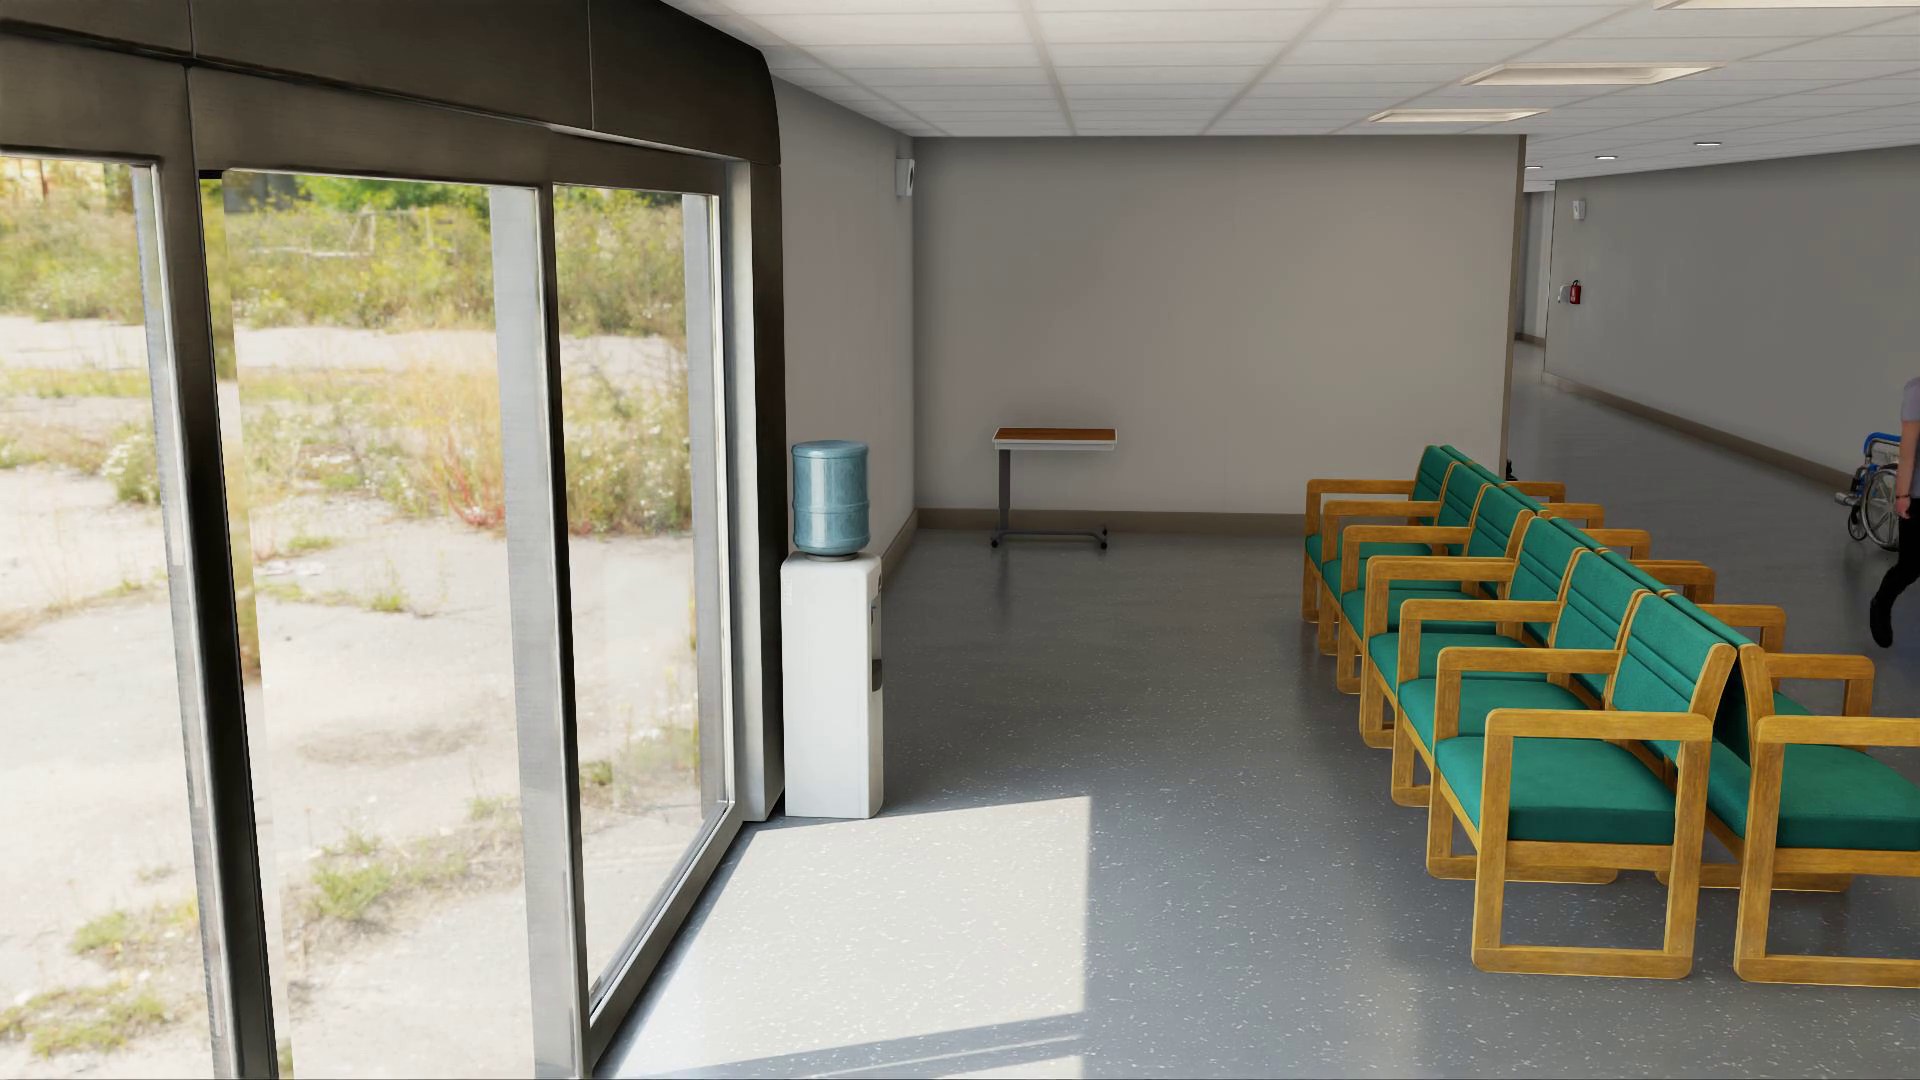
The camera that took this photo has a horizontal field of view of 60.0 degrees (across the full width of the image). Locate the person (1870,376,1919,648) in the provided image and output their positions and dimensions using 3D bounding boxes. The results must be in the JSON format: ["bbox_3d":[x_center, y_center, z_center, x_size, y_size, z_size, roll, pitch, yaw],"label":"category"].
[{"bbox_3d":[5.153,-0.225,8.823,1.075,1.835,0.780,2,11,9],"label":"person"}]
